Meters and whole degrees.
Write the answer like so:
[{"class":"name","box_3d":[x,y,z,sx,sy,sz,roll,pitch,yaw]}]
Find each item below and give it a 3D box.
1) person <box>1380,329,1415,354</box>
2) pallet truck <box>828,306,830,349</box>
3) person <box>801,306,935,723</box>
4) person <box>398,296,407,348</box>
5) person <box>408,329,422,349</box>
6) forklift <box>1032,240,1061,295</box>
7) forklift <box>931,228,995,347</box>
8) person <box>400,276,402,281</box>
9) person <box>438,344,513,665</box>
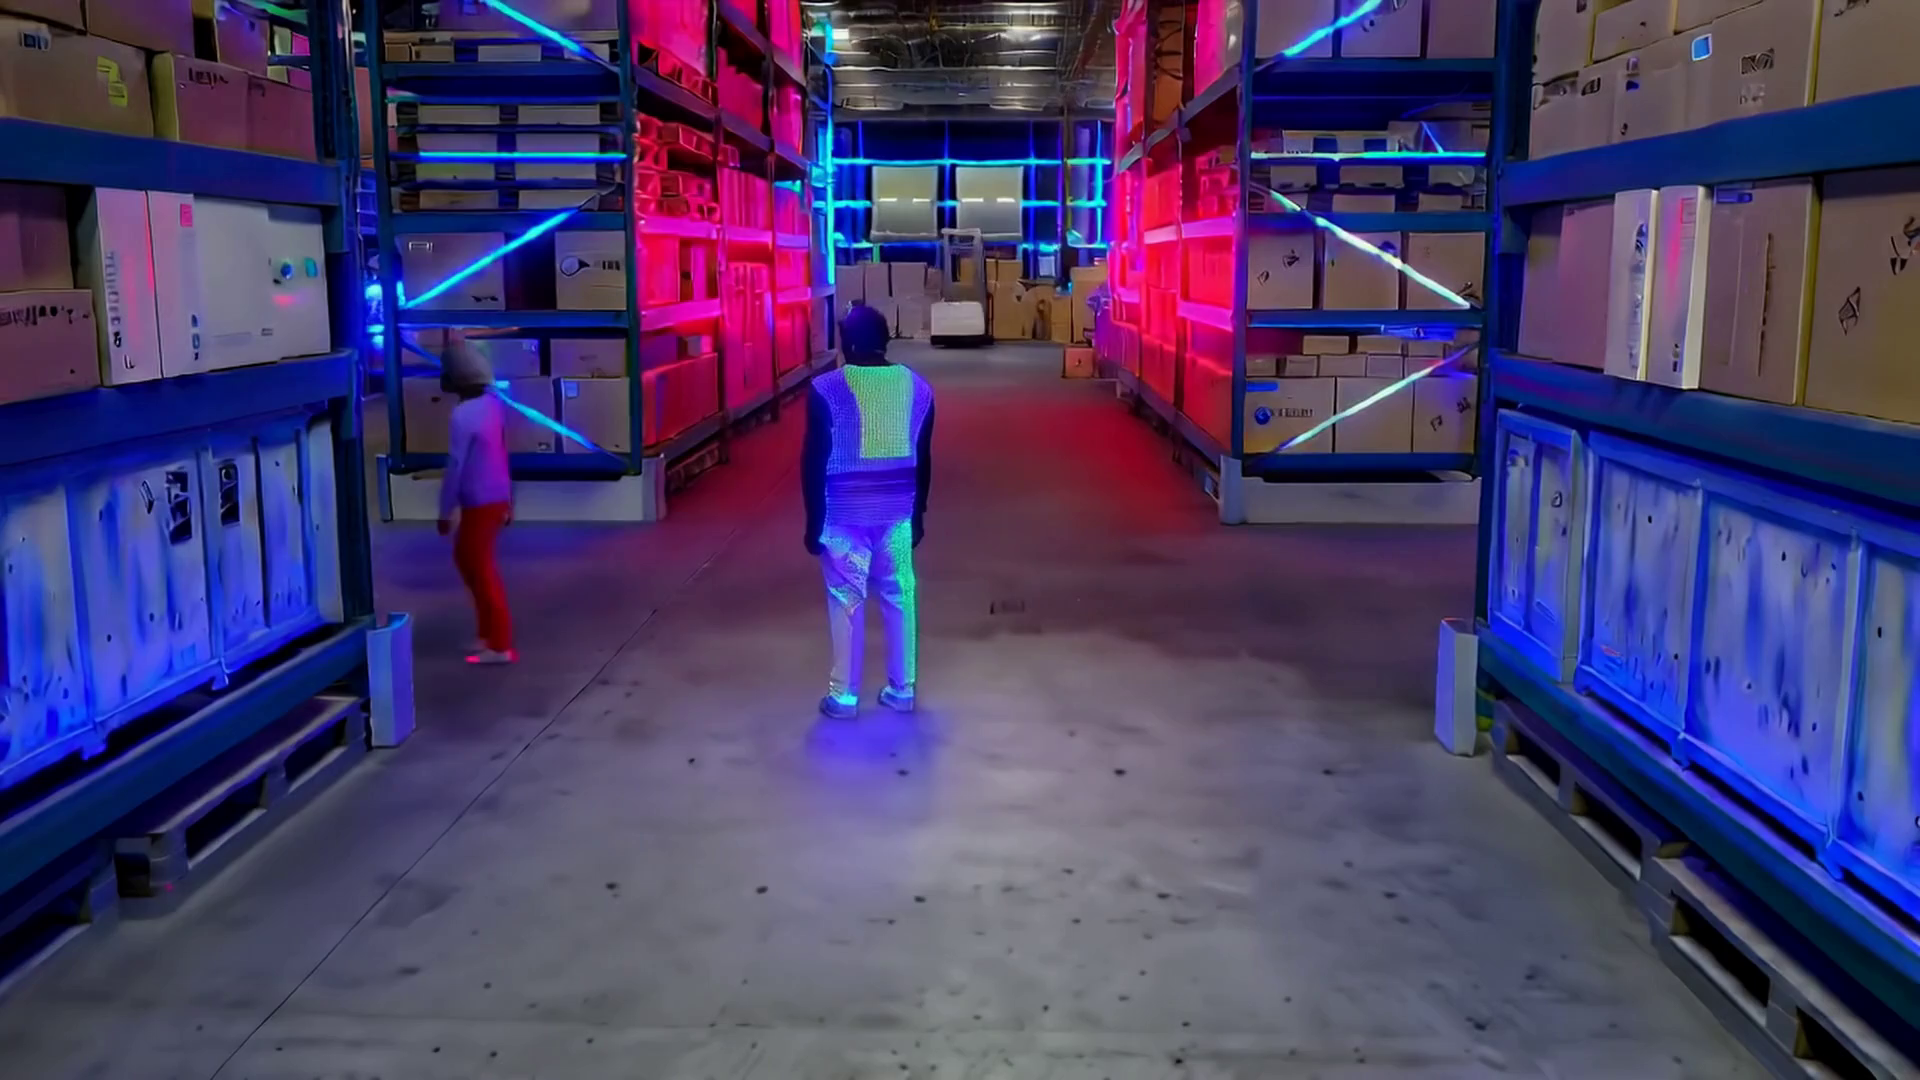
[{"class":"person","box_3d":[6.270,-2.784,23.848,0.536,1.675,0.512,1,10,8]},{"class":"pallet truck","box_3d":[-3.100,-3.940,29.800,1.885,1.965,0.823,3,10,19]},{"class":"person","box_3d":[-0.418,-0.109,7.365,0.619,1.836,0.430,-6,11,-33]},{"class":"person","box_3d":[-11.504,-4.424,33.873,0.544,1.597,0.862,-7,12,-37]},{"class":"person","box_3d":[-11.360,-4.721,34.655,0.372,1.940,0.632,8,12,39]},{"class":"forklift","box_3d":[3.173,-9.648,61.355,1.129,2.768,1.873,0,9,1]},{"class":"forklift","box_3d":[0.057,-6.035,39.710,1.129,2.768,1.873,3,10,16]},{"class":"person","box_3d":[-18.452,-8.211,55.253,0.986,2.000,0.684,-4,10,-23]},{"class":"person","box_3d":[-2.453,-0.169,8.320,0.453,1.614,0.531,1,10,7]}]
